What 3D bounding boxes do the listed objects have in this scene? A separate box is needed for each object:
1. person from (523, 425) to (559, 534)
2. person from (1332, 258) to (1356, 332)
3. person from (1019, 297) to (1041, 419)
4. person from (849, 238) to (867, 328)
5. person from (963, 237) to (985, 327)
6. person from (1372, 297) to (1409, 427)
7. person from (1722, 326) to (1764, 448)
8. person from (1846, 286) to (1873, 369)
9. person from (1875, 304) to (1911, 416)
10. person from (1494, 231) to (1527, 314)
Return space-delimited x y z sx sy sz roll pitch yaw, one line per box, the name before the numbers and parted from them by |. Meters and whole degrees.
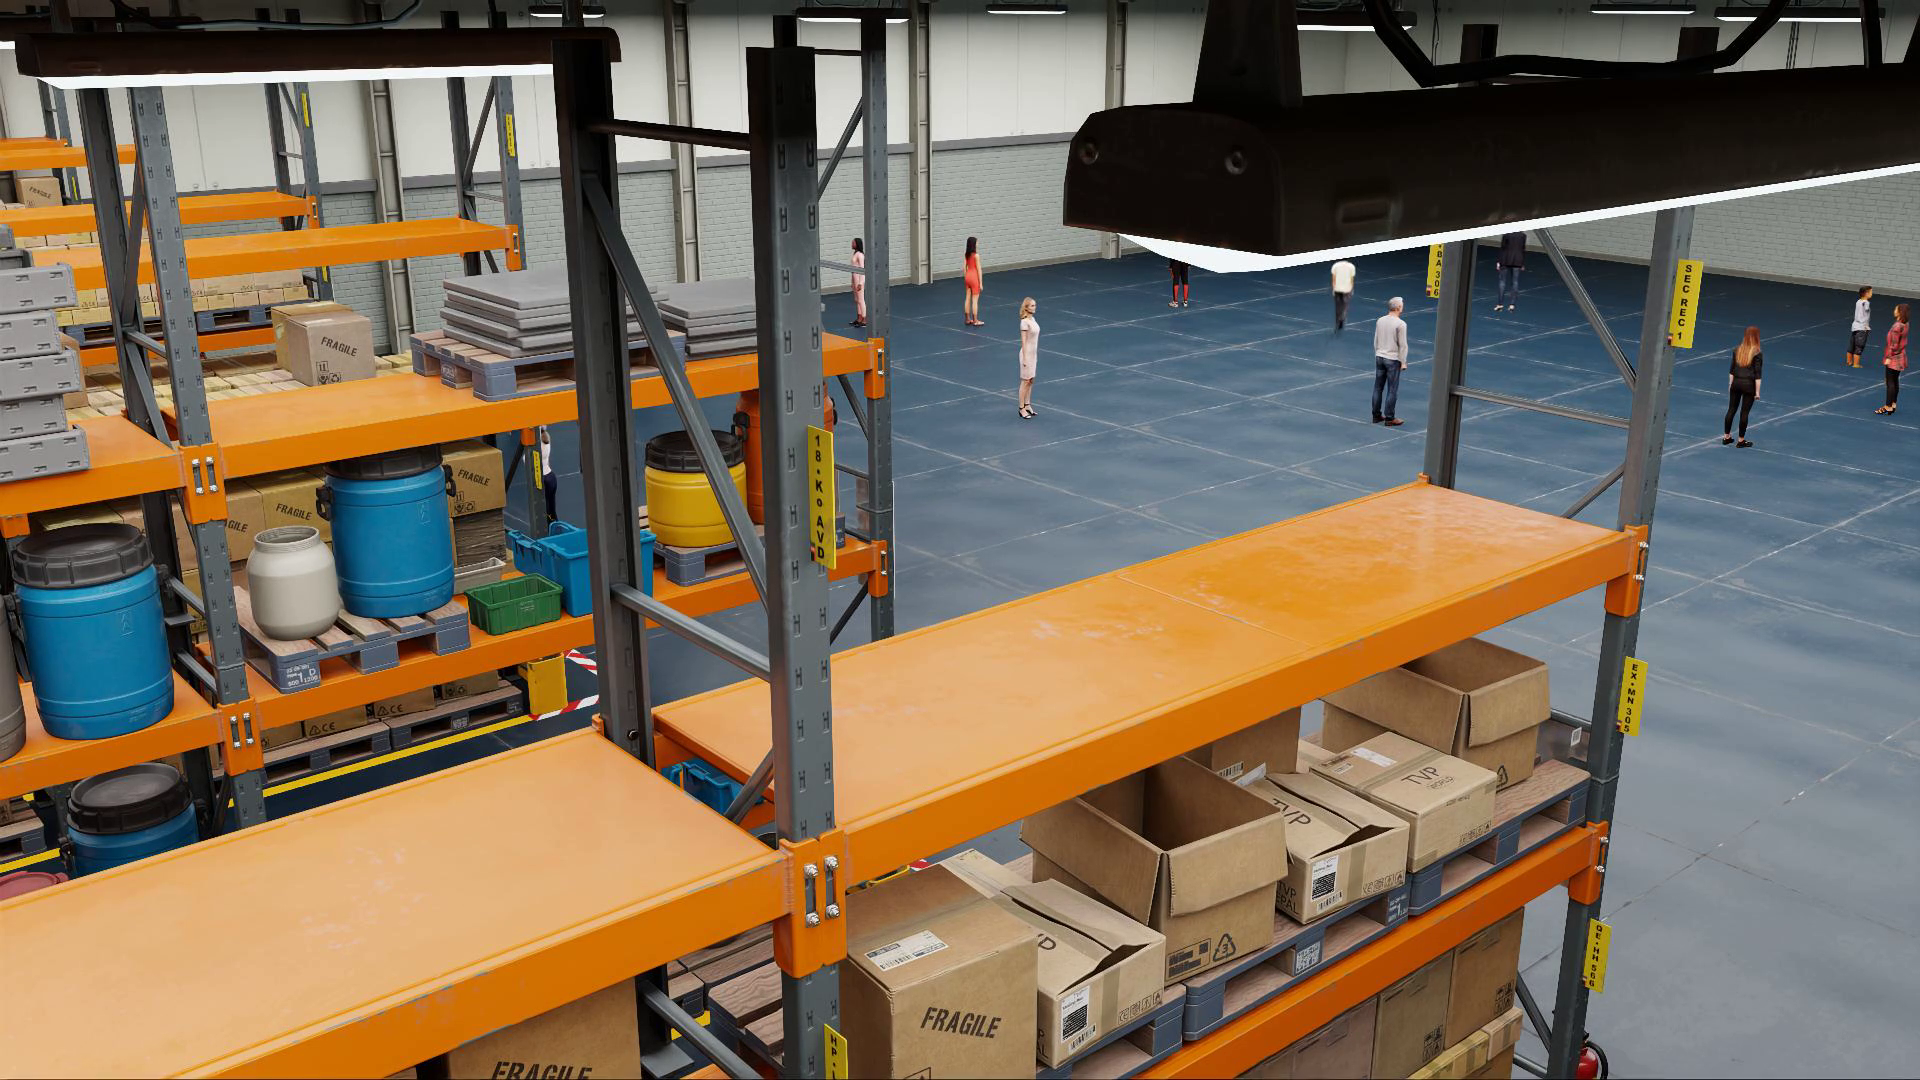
person | -4.672 -0.574 18.688 0.741 1.702 0.669 3 18 8
person | 7.291 -4.739 31.684 0.796 1.574 0.902 7 19 20
person | 1.030 -2.774 25.236 0.701 1.830 0.563 9 20 26
person | -1.966 -5.004 32.262 0.646 1.720 0.679 -7 19 -19
person | 0.245 -5.045 32.390 0.522 1.719 0.606 -17 24 -41
person | 6.404 -2.675 24.805 0.643 1.909 0.757 -12 22 -33
person | 11.120 -2.185 23.620 0.547 1.712 0.628 -12 21 -32
person | 15.608 -3.741 28.809 0.683 1.456 0.652 -1 18 -2
person | 14.299 -2.774 25.443 0.692 1.702 0.514 17 24 42
person | 10.081 -5.082 30.559 0.820 1.779 0.788 2 18 6
